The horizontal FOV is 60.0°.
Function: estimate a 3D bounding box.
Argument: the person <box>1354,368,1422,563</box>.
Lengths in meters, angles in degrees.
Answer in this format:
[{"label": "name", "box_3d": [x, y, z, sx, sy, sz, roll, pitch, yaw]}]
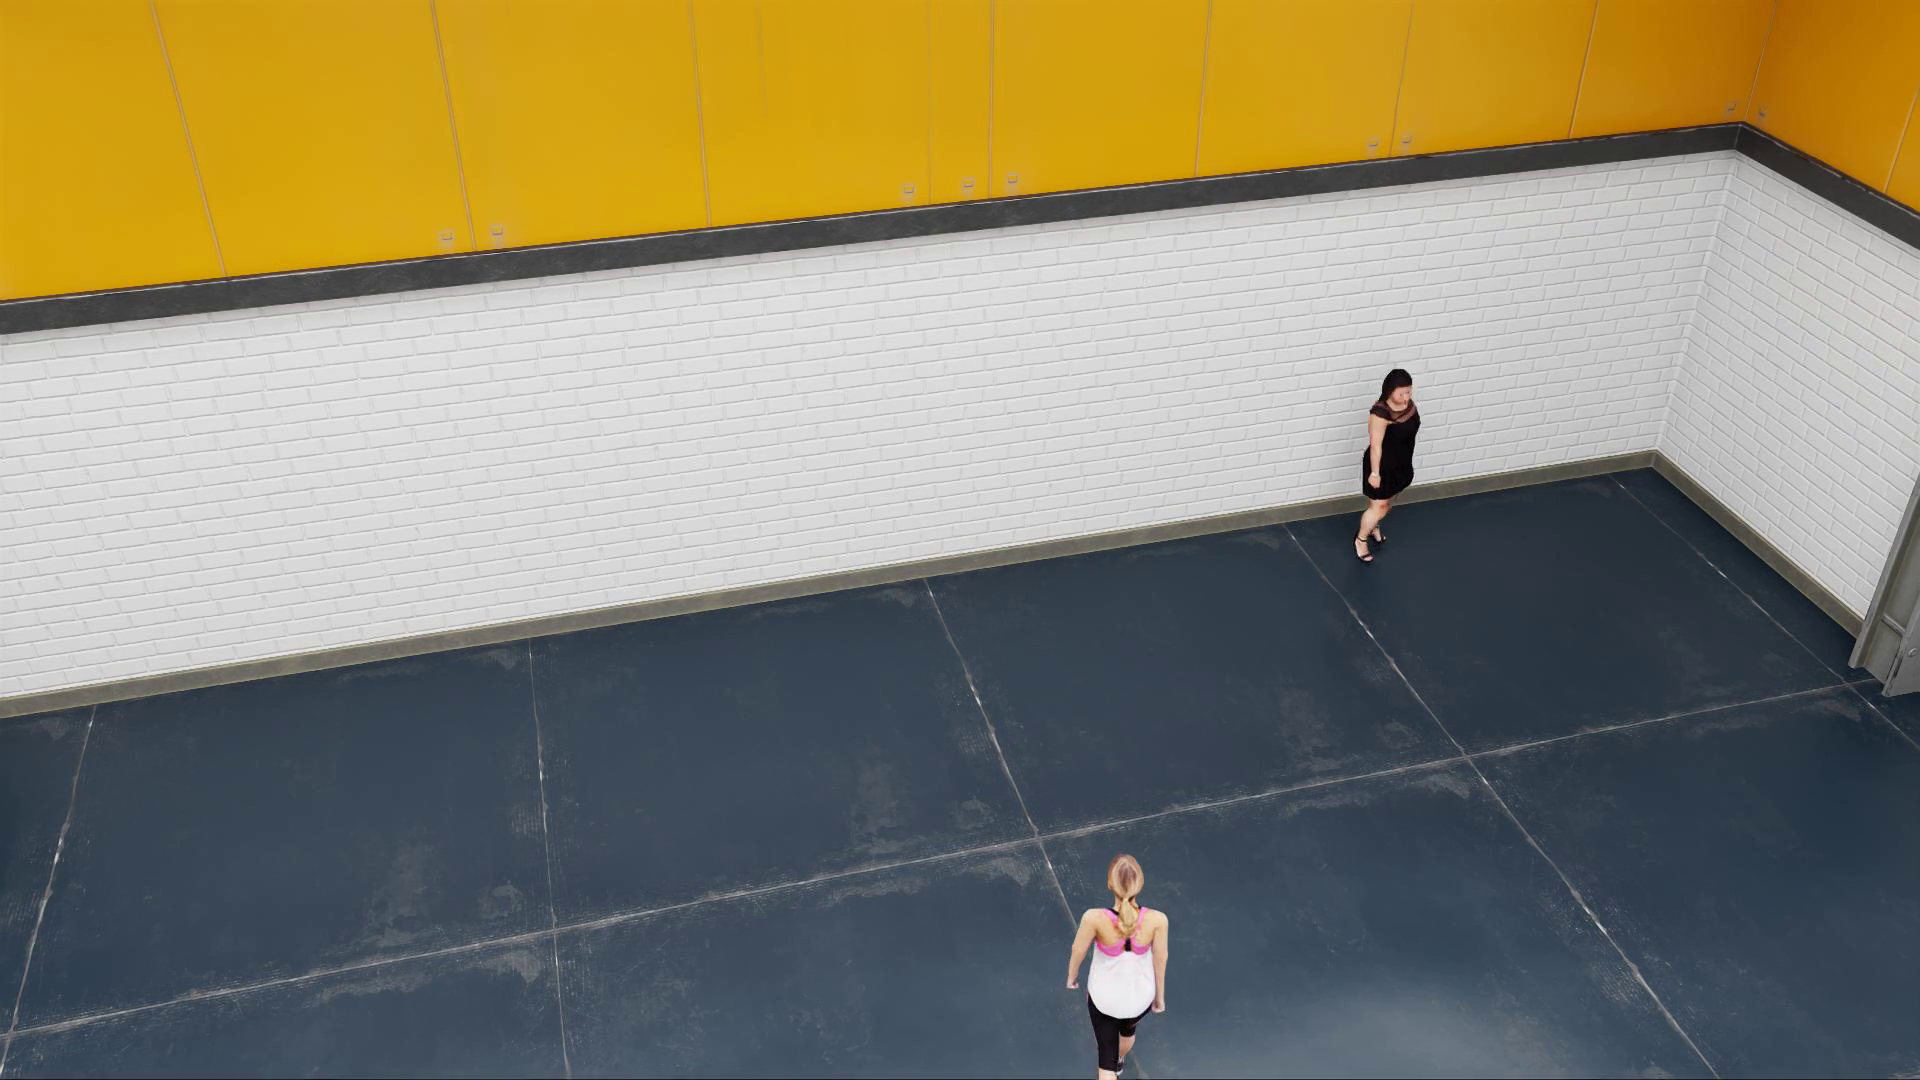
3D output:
[{"label": "person", "box_3d": [3.235, -0.583, 12.668, 0.823, 1.685, 0.785, 16, 37, 22]}]

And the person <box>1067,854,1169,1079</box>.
[{"label": "person", "box_3d": [0.786, 2.321, 8.236, 0.782, 1.754, 1.043, 0, 34, 0]}]
